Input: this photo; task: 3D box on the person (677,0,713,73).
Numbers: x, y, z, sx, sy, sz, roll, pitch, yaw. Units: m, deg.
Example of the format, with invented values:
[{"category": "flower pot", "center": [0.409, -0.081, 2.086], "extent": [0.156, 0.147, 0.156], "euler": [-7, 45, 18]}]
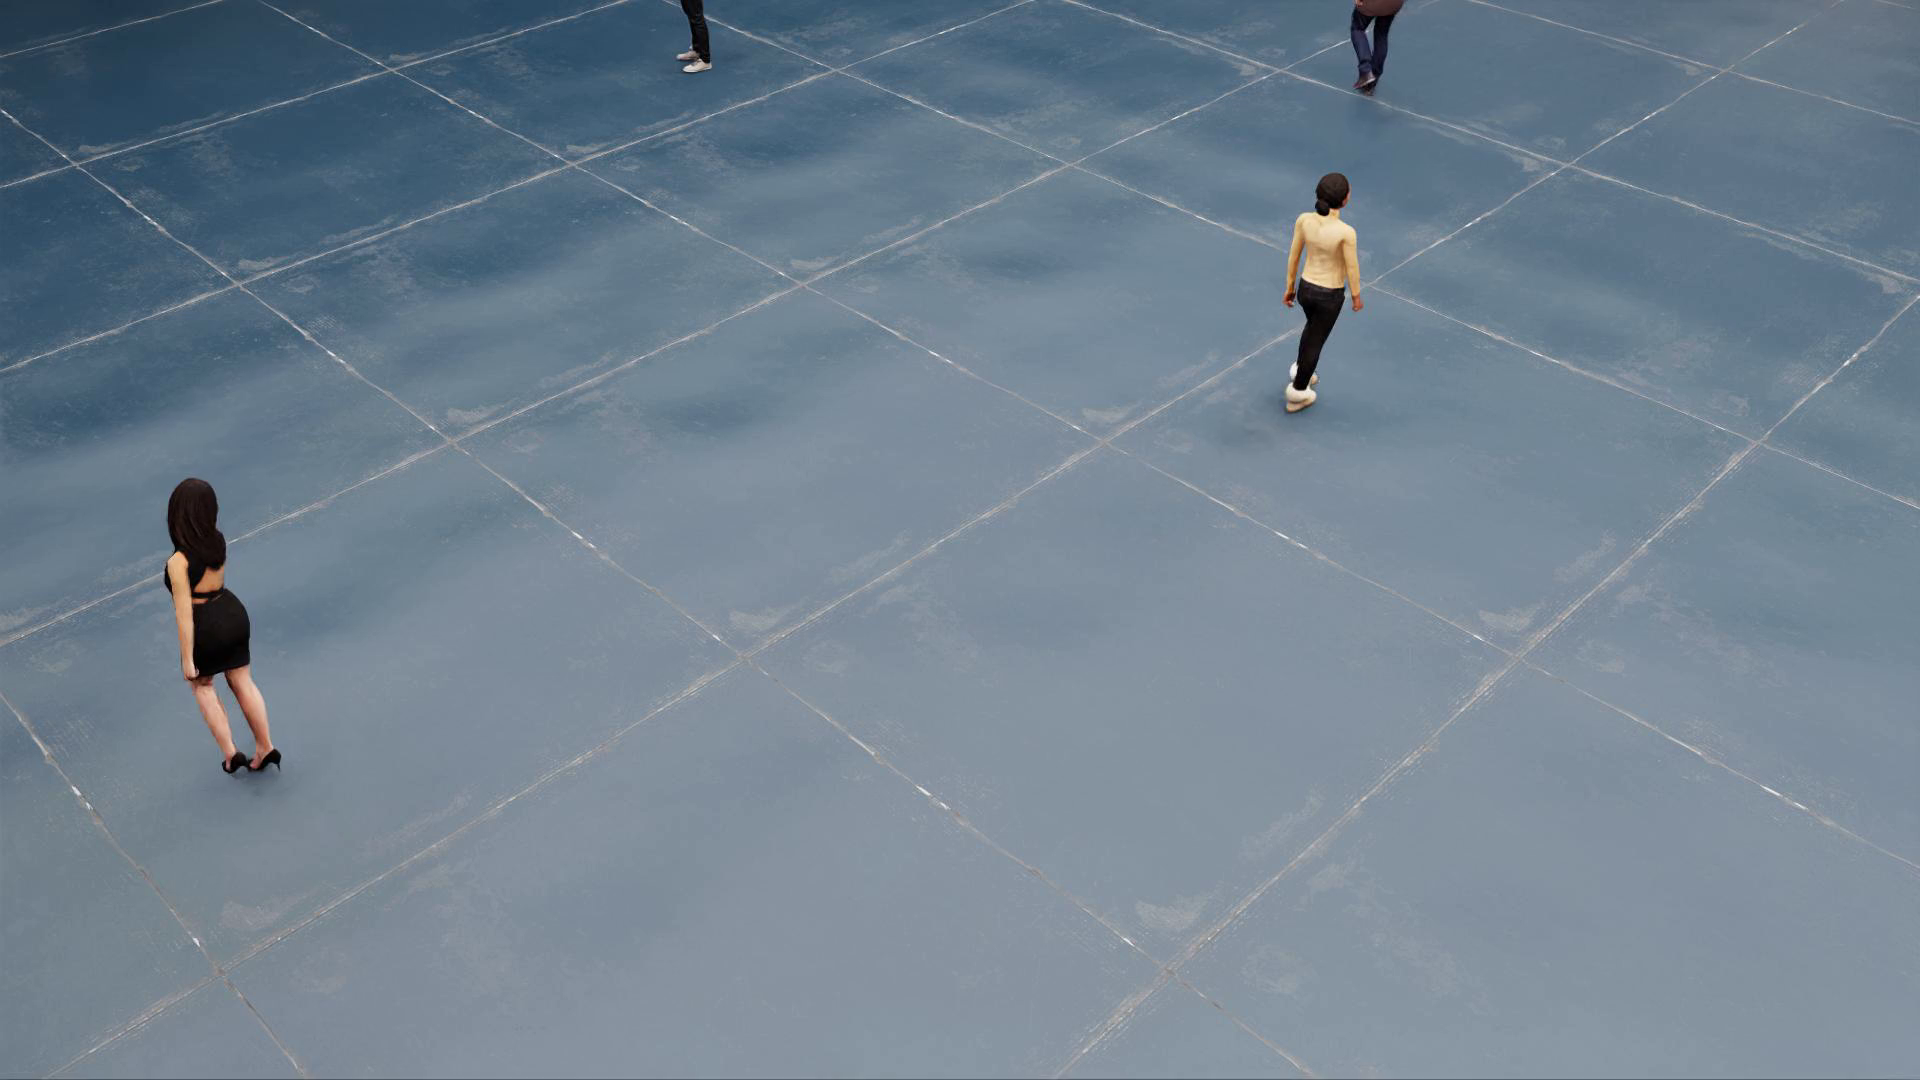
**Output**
[{"category": "person", "center": [-2.514, -5.261, 15.432], "extent": [0.719, 1.760, 0.721], "euler": [-10, 38, -13]}]

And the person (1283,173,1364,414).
[{"category": "person", "center": [2.259, -1.545, 10.638], "extent": [0.661, 1.646, 0.601], "euler": [-29, 46, -33]}]

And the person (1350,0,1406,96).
[{"category": "person", "center": [3.787, -4.842, 14.819], "extent": [0.894, 1.835, 0.972], "euler": [-6, 38, -8]}]

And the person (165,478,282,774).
[{"category": "person", "center": [-3.539, 0.493, 7.992], "extent": [0.821, 1.604, 0.686], "euler": [3, 37, 4]}]
